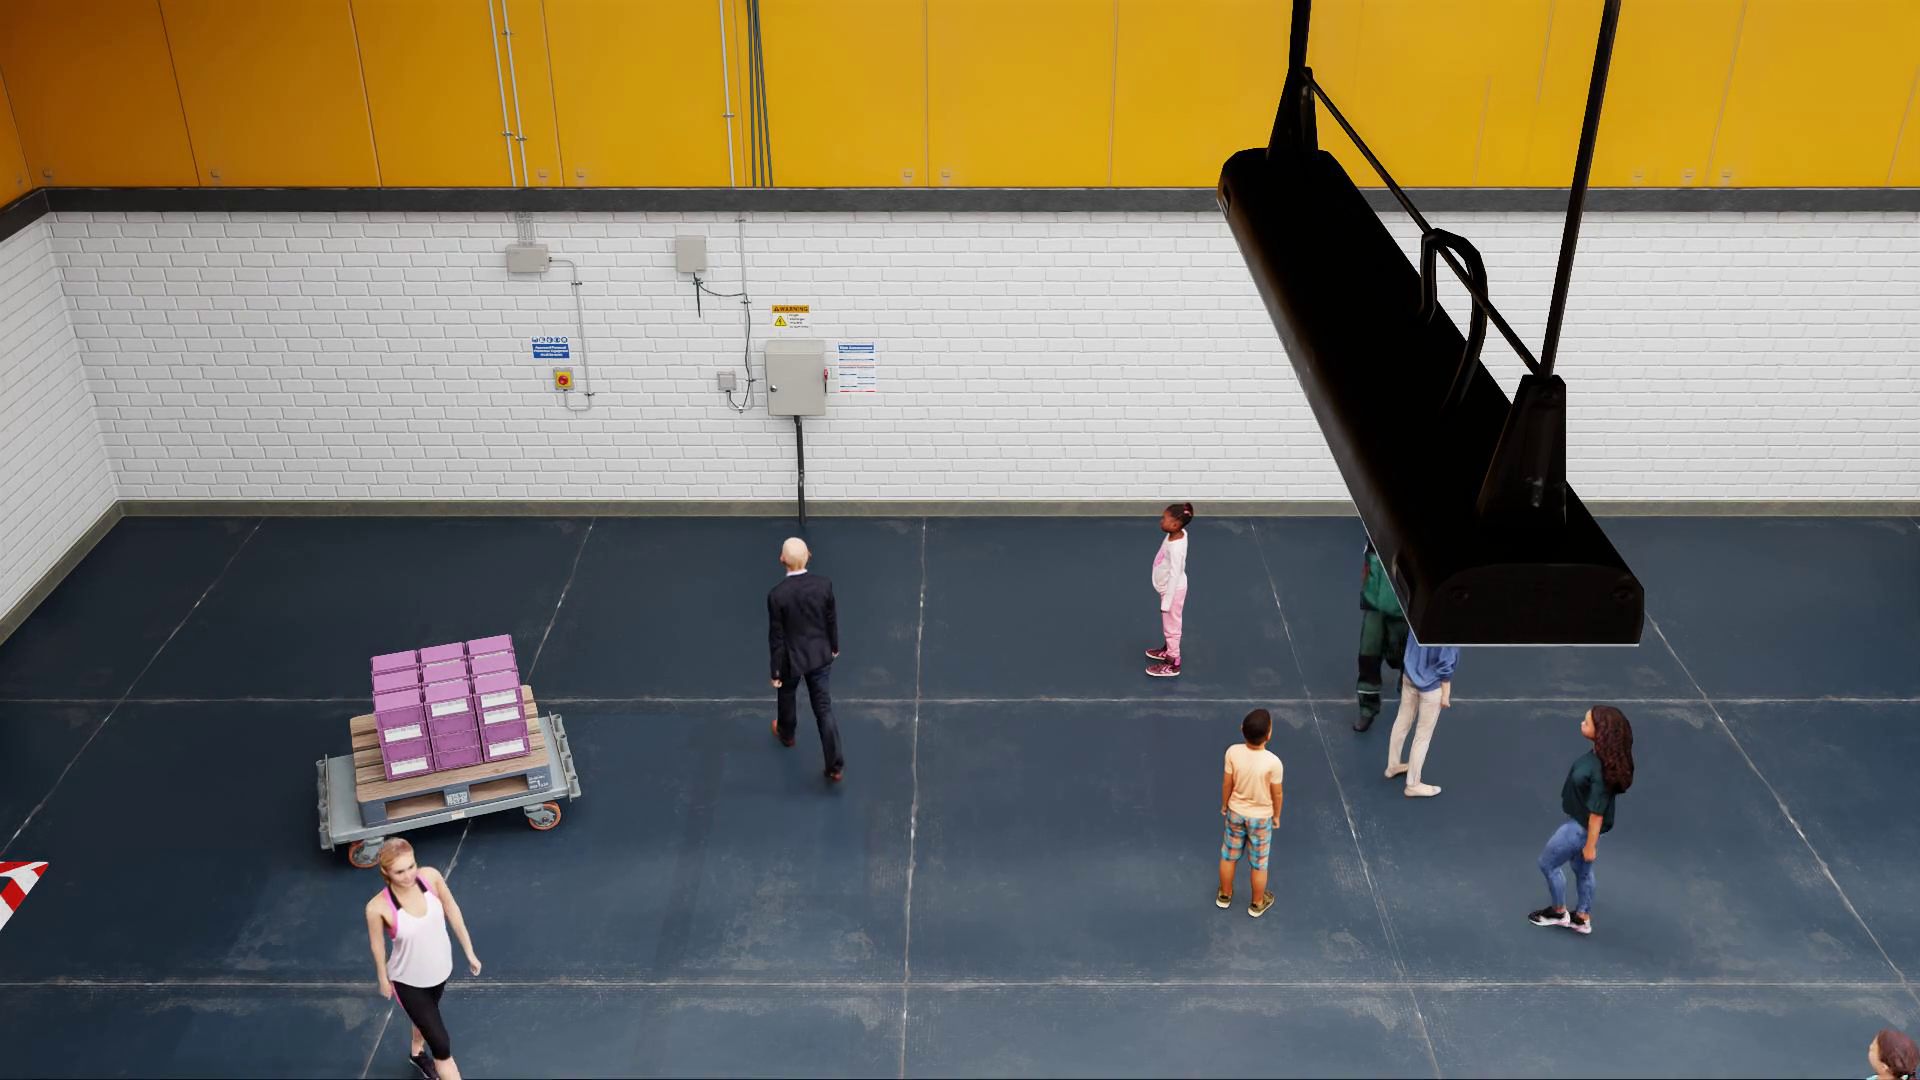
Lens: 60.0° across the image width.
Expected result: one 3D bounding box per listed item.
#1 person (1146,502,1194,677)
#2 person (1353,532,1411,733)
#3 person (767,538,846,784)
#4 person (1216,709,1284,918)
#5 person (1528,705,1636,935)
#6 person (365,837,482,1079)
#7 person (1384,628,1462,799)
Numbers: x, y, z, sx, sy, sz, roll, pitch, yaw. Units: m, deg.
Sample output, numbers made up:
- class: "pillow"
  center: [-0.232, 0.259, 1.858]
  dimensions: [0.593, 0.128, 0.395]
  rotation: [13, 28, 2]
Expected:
- class: "person"
  center: [1.609, 0.348, 12.593]
  dimensions: [0.620, 1.443, 0.463]
  rotation: [3, 29, 6]
- class: "person"
  center: [3.134, 0.469, 11.999]
  dimensions: [1.121, 1.800, 1.255]
  rotation: [17, 33, 29]
- class: "person"
  center: [-1.030, 0.848, 11.334]
  dimensions: [1.074, 1.771, 1.315]
  rotation: [-13, 31, -23]
- class: "person"
  center: [1.774, 1.662, 10.167]
  dimensions: [0.590, 1.461, 0.604]
  rotation: [12, 31, 21]
- class: "person"
  center: [3.821, 1.713, 9.923]
  dimensions: [0.773, 1.603, 0.701]
  rotation: [13, 31, 22]
- class: "person"
  center: [-2.883, 2.253, 8.792]
  dimensions: [1.119, 1.739, 1.122]
  rotation: [21, 35, 34]
- class: "person"
  center: [3.135, 0.946, 11.230]
  dimensions: [0.751, 1.698, 0.622]
  rotation: [-11, 30, -19]
